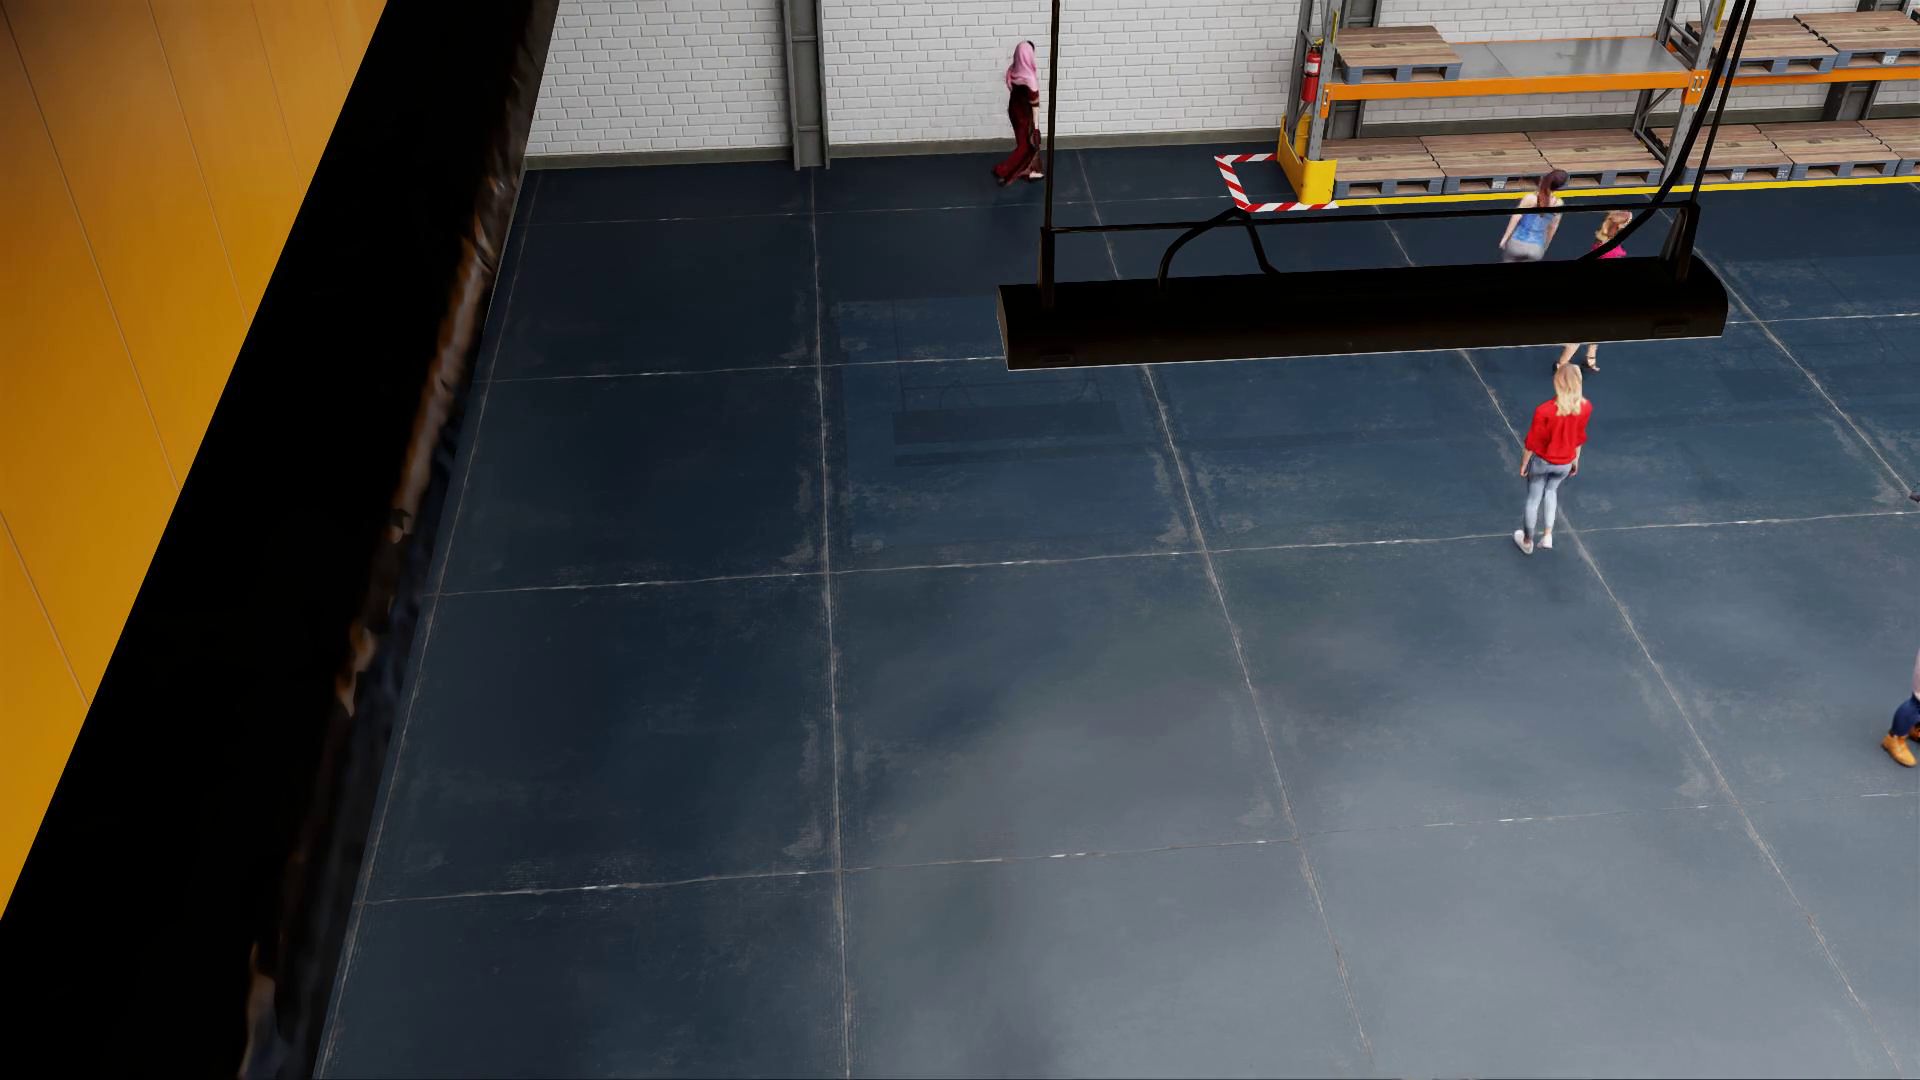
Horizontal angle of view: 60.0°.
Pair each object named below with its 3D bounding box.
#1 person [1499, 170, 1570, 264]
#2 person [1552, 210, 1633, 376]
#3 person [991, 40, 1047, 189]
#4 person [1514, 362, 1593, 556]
[{"bbox_3d":[5.245,-2.708,15.449,0.623,1.575,0.776,1,39,1],"label":"person"},{"bbox_3d":[5.514,-2.161,14.656,0.723,1.711,0.643,3,39,4],"label":"person"},{"bbox_3d":[0.629,-4.482,17.635,1.057,1.620,0.865,-18,42,-21],"label":"person"},{"bbox_3d":[4.521,-0.545,12.645,0.596,1.695,0.693,-5,39,-6],"label":"person"}]
